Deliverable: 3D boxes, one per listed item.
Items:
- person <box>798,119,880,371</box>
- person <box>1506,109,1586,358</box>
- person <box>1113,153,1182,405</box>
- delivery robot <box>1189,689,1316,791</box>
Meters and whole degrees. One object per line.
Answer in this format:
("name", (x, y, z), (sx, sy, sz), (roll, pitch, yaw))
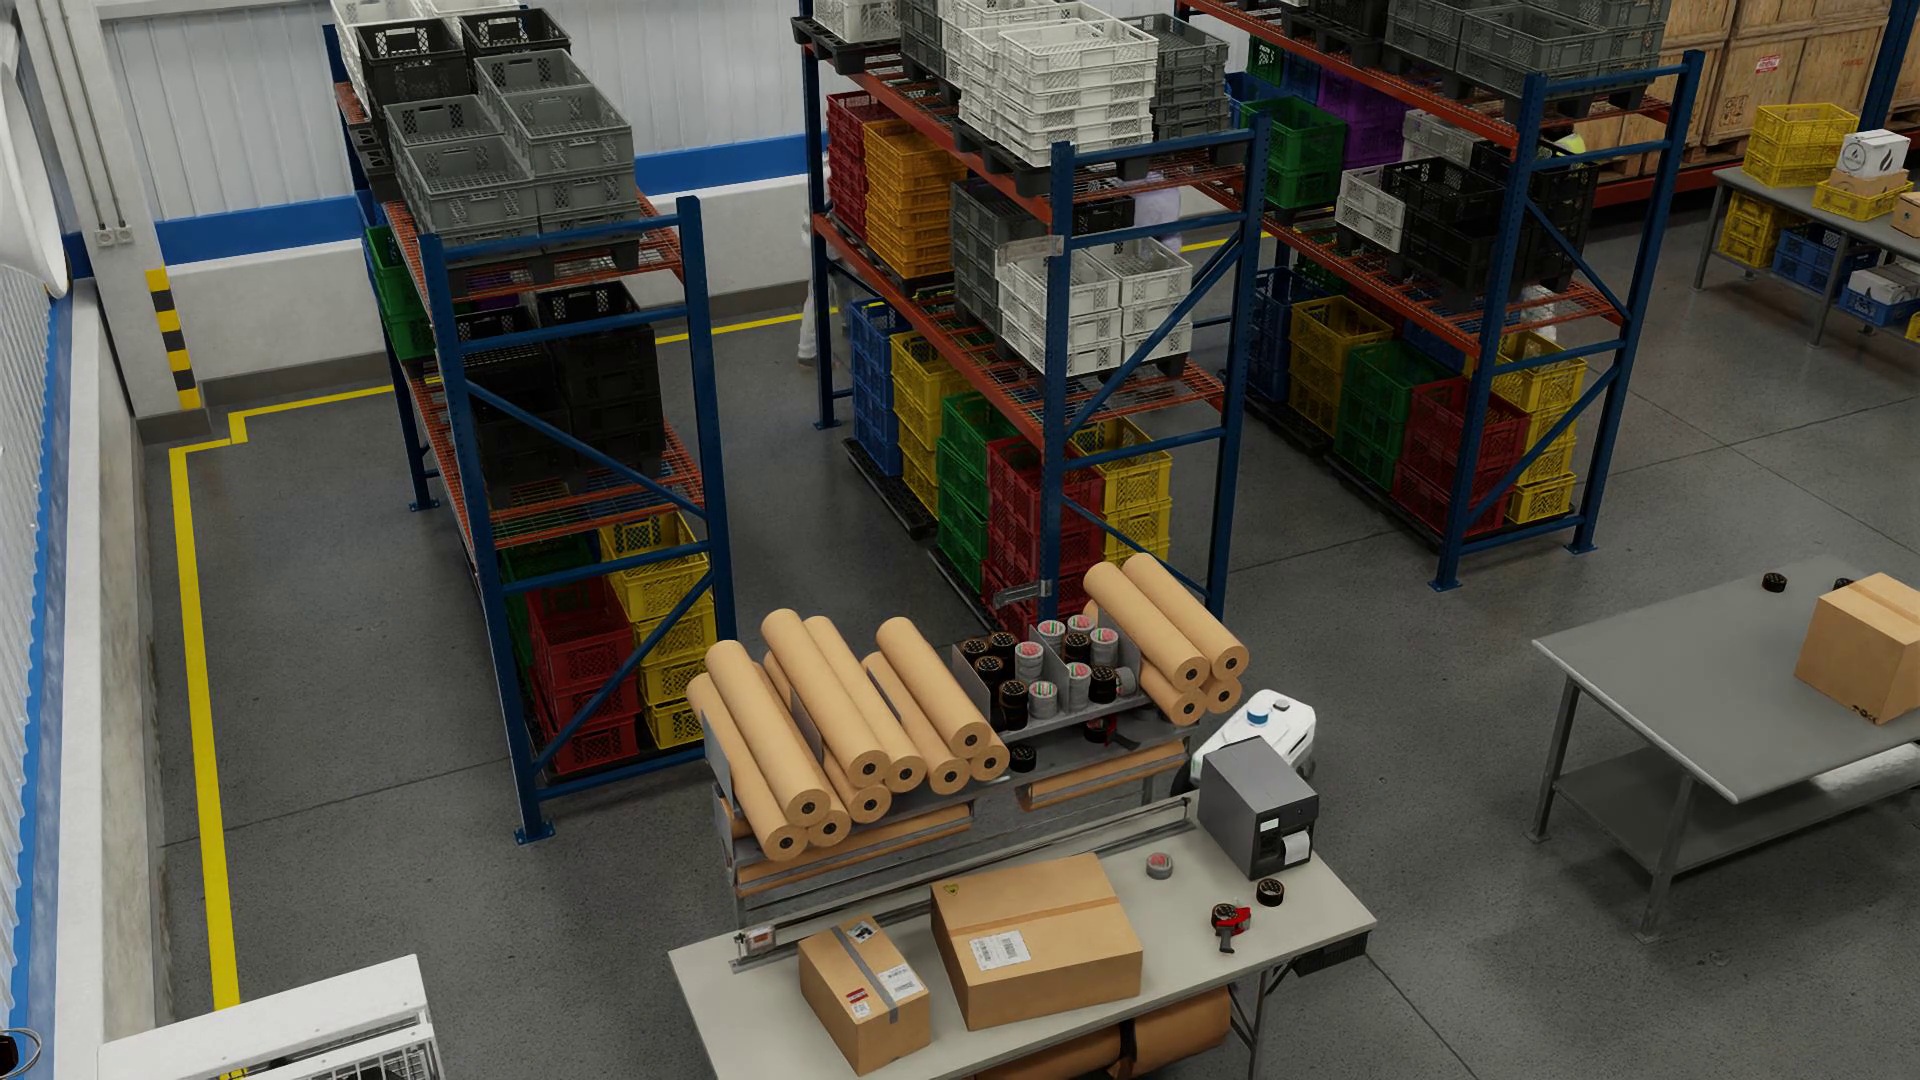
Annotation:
("person", (-0.910, -2.194, 12.021), (0.511, 1.856, 0.740), (3, 32, 4))
("person", (4.328, -2.272, 12.182), (0.537, 1.815, 0.826), (16, 35, 25))
("person", (1.275, -1.880, 11.420), (0.354, 1.937, 0.635), (-20, 37, -29))
("delivery robot", (1.408, 0.999, 7.967), (0.477, 0.478, 0.707), (22, 38, 31))
